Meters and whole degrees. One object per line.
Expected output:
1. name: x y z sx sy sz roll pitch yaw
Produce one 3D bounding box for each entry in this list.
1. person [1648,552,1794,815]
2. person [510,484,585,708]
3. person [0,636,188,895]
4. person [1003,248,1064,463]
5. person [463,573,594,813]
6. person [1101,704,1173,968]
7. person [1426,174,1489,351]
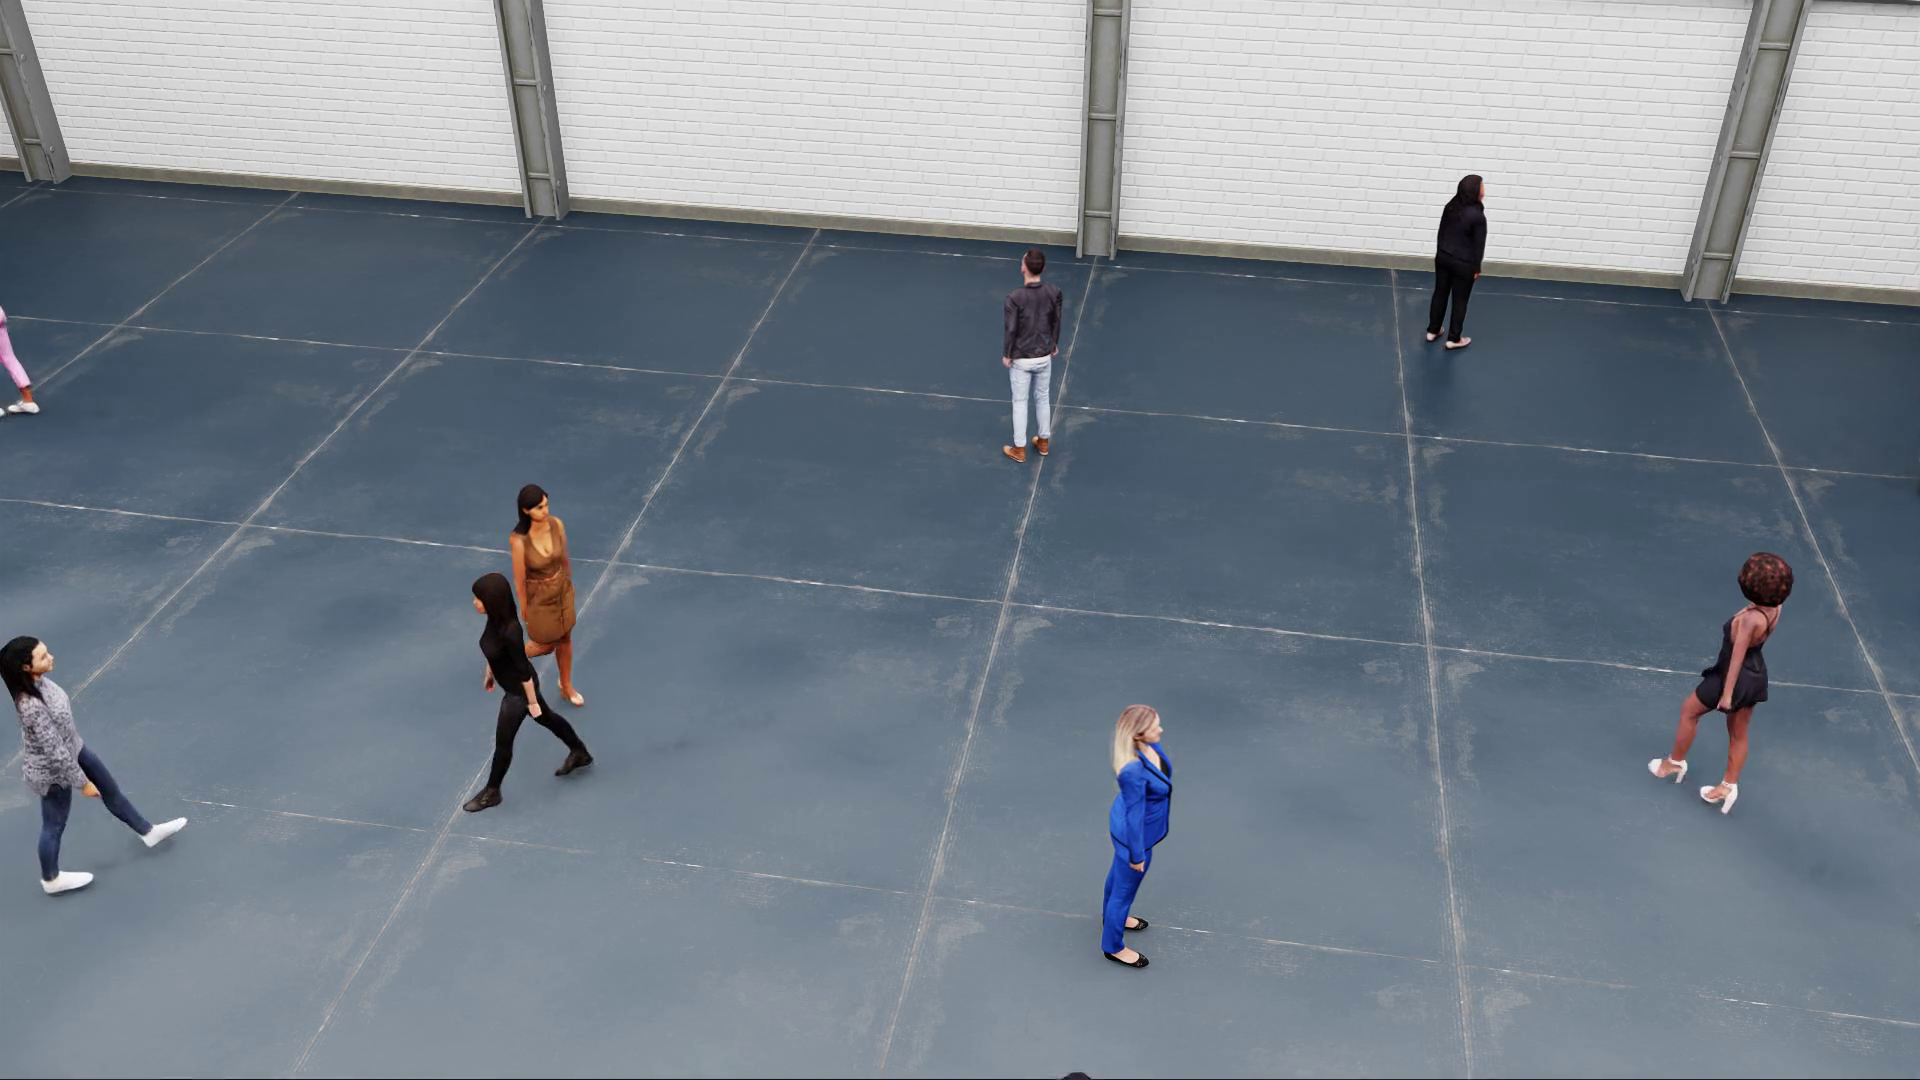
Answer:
1. person: 4.661 0.896 9.822 0.818 1.768 0.883 -22 39 -29
2. person: -2.720 0.350 10.722 0.864 1.681 0.738 21 39 28
3. person: -5.137 1.289 9.297 1.149 1.695 1.017 -15 37 -22
4. person: 0.573 -1.478 13.332 0.700 1.836 0.798 -15 36 -21
5. person: -2.581 0.871 10.017 1.128 1.594 1.016 -18 37 -24
6. person: 0.916 1.552 8.897 0.549 1.700 0.631 4 34 5
7. person: 4.516 -2.527 15.114 0.820 1.611 0.756 -23 40 -30
